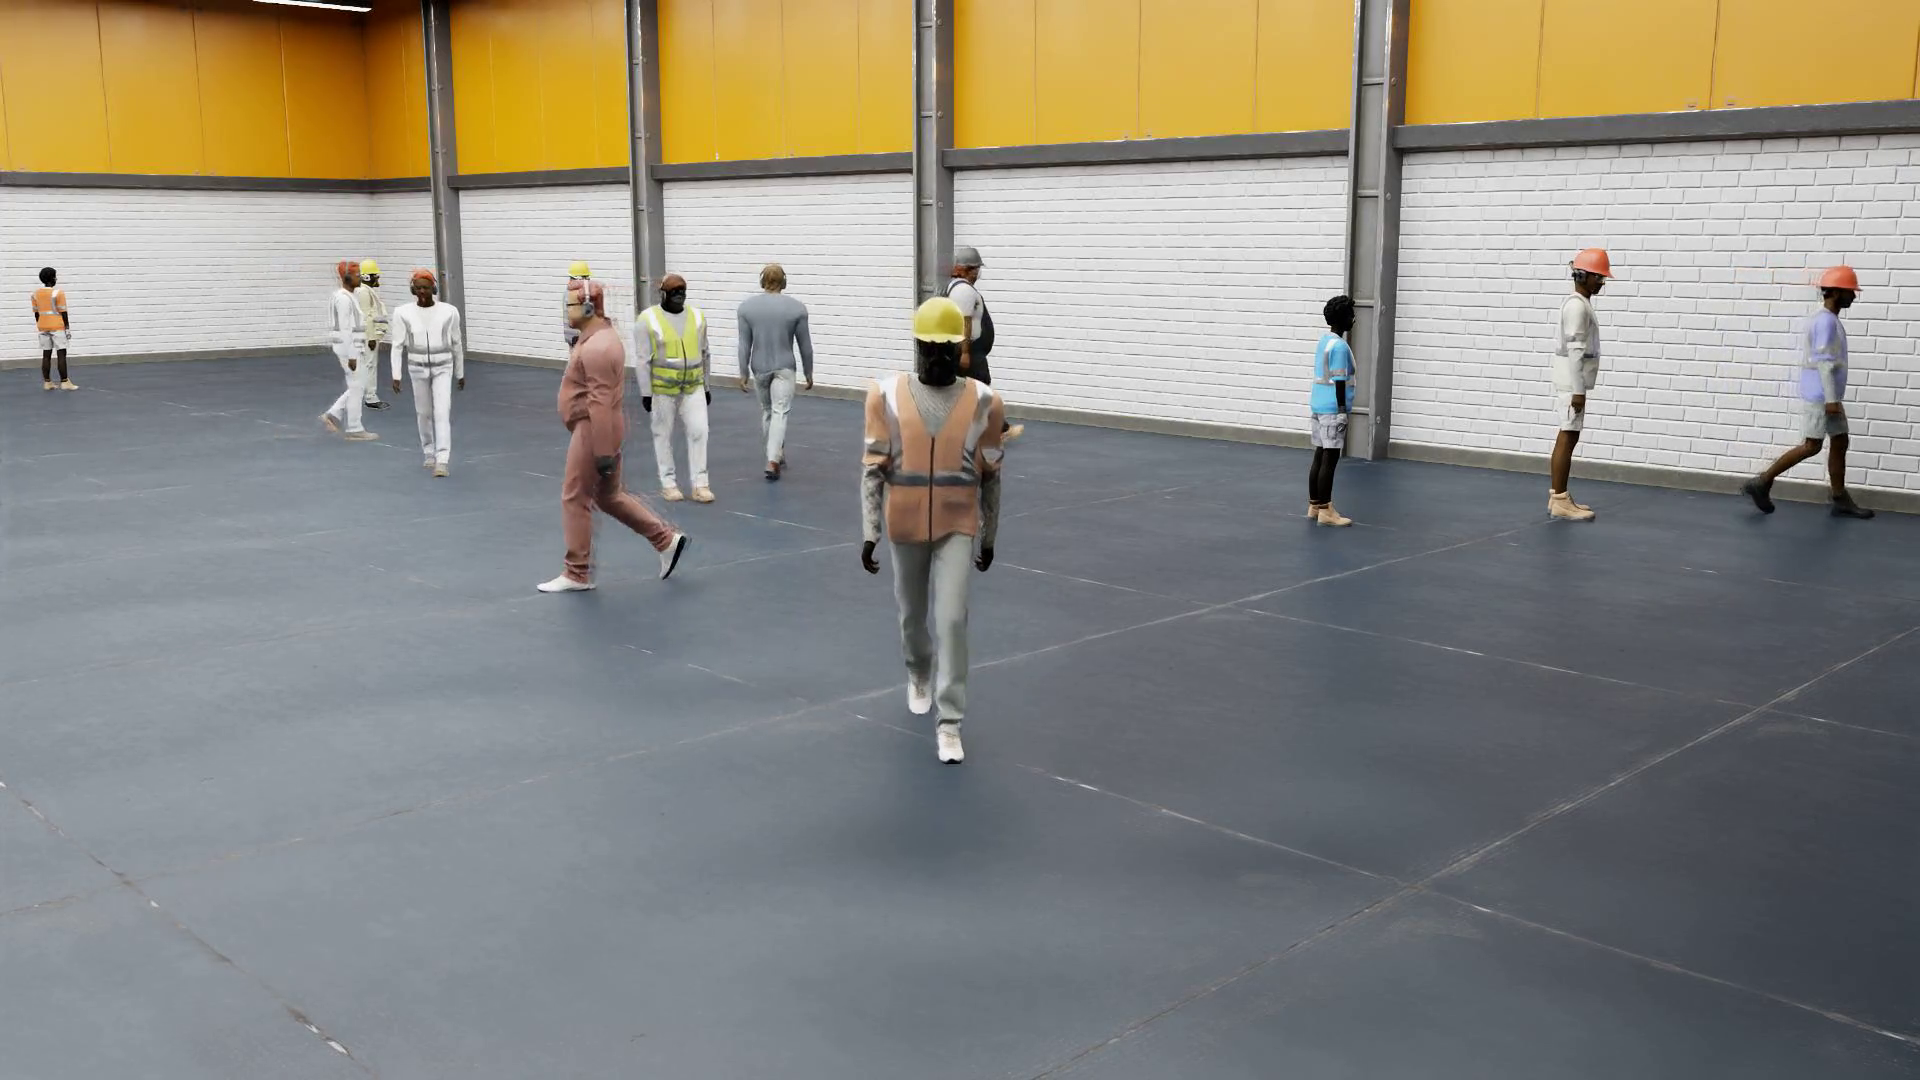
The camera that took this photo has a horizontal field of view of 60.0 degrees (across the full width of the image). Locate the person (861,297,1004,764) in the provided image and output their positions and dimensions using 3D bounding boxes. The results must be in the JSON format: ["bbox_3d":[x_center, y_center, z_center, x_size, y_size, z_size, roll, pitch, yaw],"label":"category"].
[{"bbox_3d":[-0.110,-0.089,7.060,0.588,1.889,0.947,0,10,2],"label":"person"}]

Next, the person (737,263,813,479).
[{"bbox_3d":[-1.642,-1.502,14.764,0.649,1.894,1.024,1,10,4],"label":"person"}]

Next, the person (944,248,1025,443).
[{"bbox_3d":[0.180,-1.984,16.965,0.957,2.000,0.702,-3,11,-16],"label":"person"}]

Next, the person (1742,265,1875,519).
[{"bbox_3d":[6.486,-1.114,12.571,0.852,1.913,0.567,7,13,35],"label":"person"}]

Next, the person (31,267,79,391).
[{"bbox_3d":[-12.462,-2.885,22.828,0.563,1.699,0.359,2,11,13],"label":"person"}]

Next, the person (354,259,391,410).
[{"bbox_3d":[-7.220,-2.515,20.419,0.403,1.835,0.588,-4,11,-20],"label":"person"}]

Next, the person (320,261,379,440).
[{"bbox_3d":[-6.362,-1.956,17.272,0.475,1.869,0.596,-3,11,-15],"label":"person"}]

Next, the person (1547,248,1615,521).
[{"bbox_3d":[4.666,-1.167,12.529,0.392,2.034,0.605,3,11,17],"label":"person"}]

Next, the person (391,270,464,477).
[{"bbox_3d":[-4.803,-1.517,15.022,0.599,1.832,1.001,-2,11,-13],"label":"person"}]

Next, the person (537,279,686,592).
[{"bbox_3d":[-2.120,-0.624,9.995,0.809,1.878,0.649,-1,10,-5],"label":"person"}]

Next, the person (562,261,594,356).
[{"bbox_3d":[-4.443,-2.352,19.535,0.403,1.834,0.589,-6,12,-28],"label":"person"}]

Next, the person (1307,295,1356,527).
[{"bbox_3d":[2.753,-0.952,12.271,0.317,1.695,0.540,0,10,-2],"label":"person"}]

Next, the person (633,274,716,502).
[{"bbox_3d":[-2.225,-1.186,13.214,0.661,1.817,0.739,-6,12,-30],"label":"person"}]
